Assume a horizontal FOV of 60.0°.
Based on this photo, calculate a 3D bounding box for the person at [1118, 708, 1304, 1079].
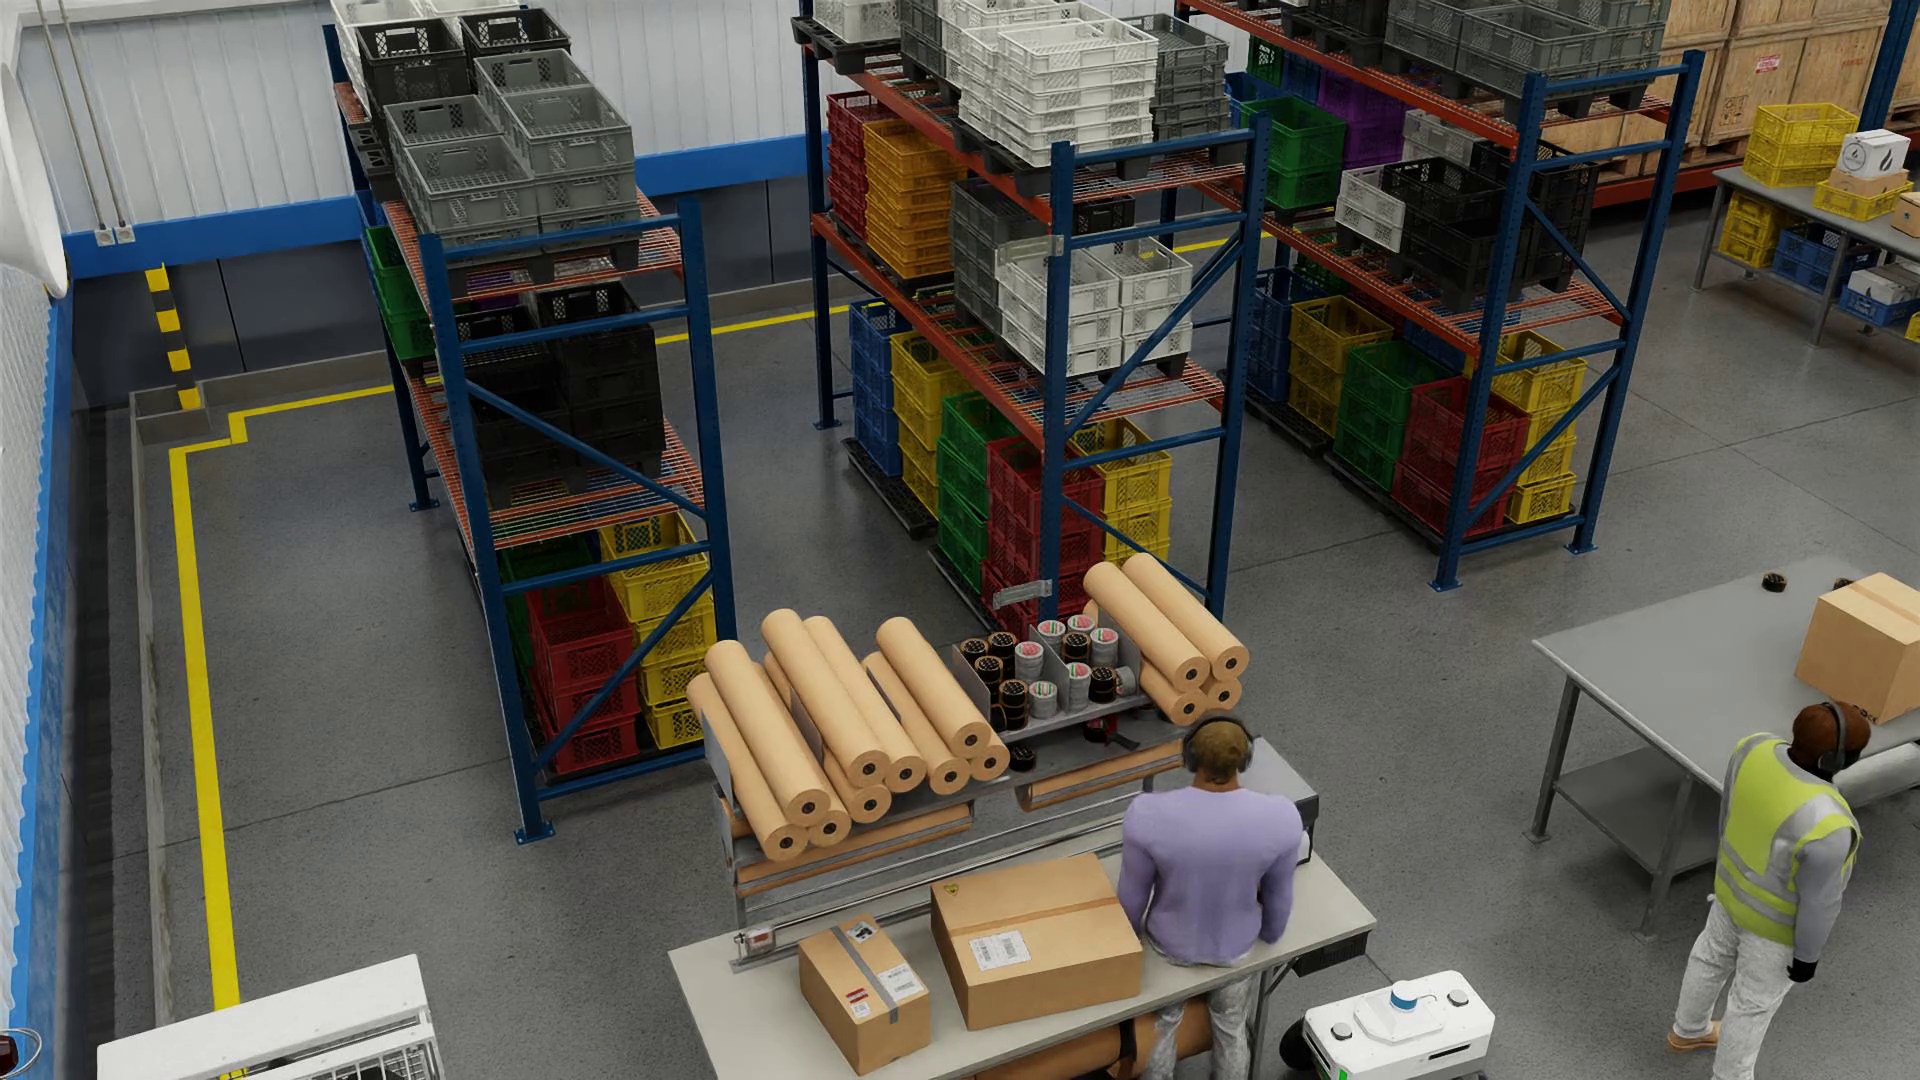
[{"bbox_3d":[0.882,1.431,6.053,0.631,1.932,0.372,1,32,2],"label":"person"}]

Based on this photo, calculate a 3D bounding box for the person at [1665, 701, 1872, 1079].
[{"bbox_3d":[3.048,1.361,6.248,0.429,1.844,0.625,-4,32,-7],"label":"person"}]

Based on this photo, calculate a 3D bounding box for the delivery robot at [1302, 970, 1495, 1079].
[{"bbox_3d":[1.702,1.921,6.470,0.707,0.478,0.477,-10,33,-16],"label":"delivery robot"}]
